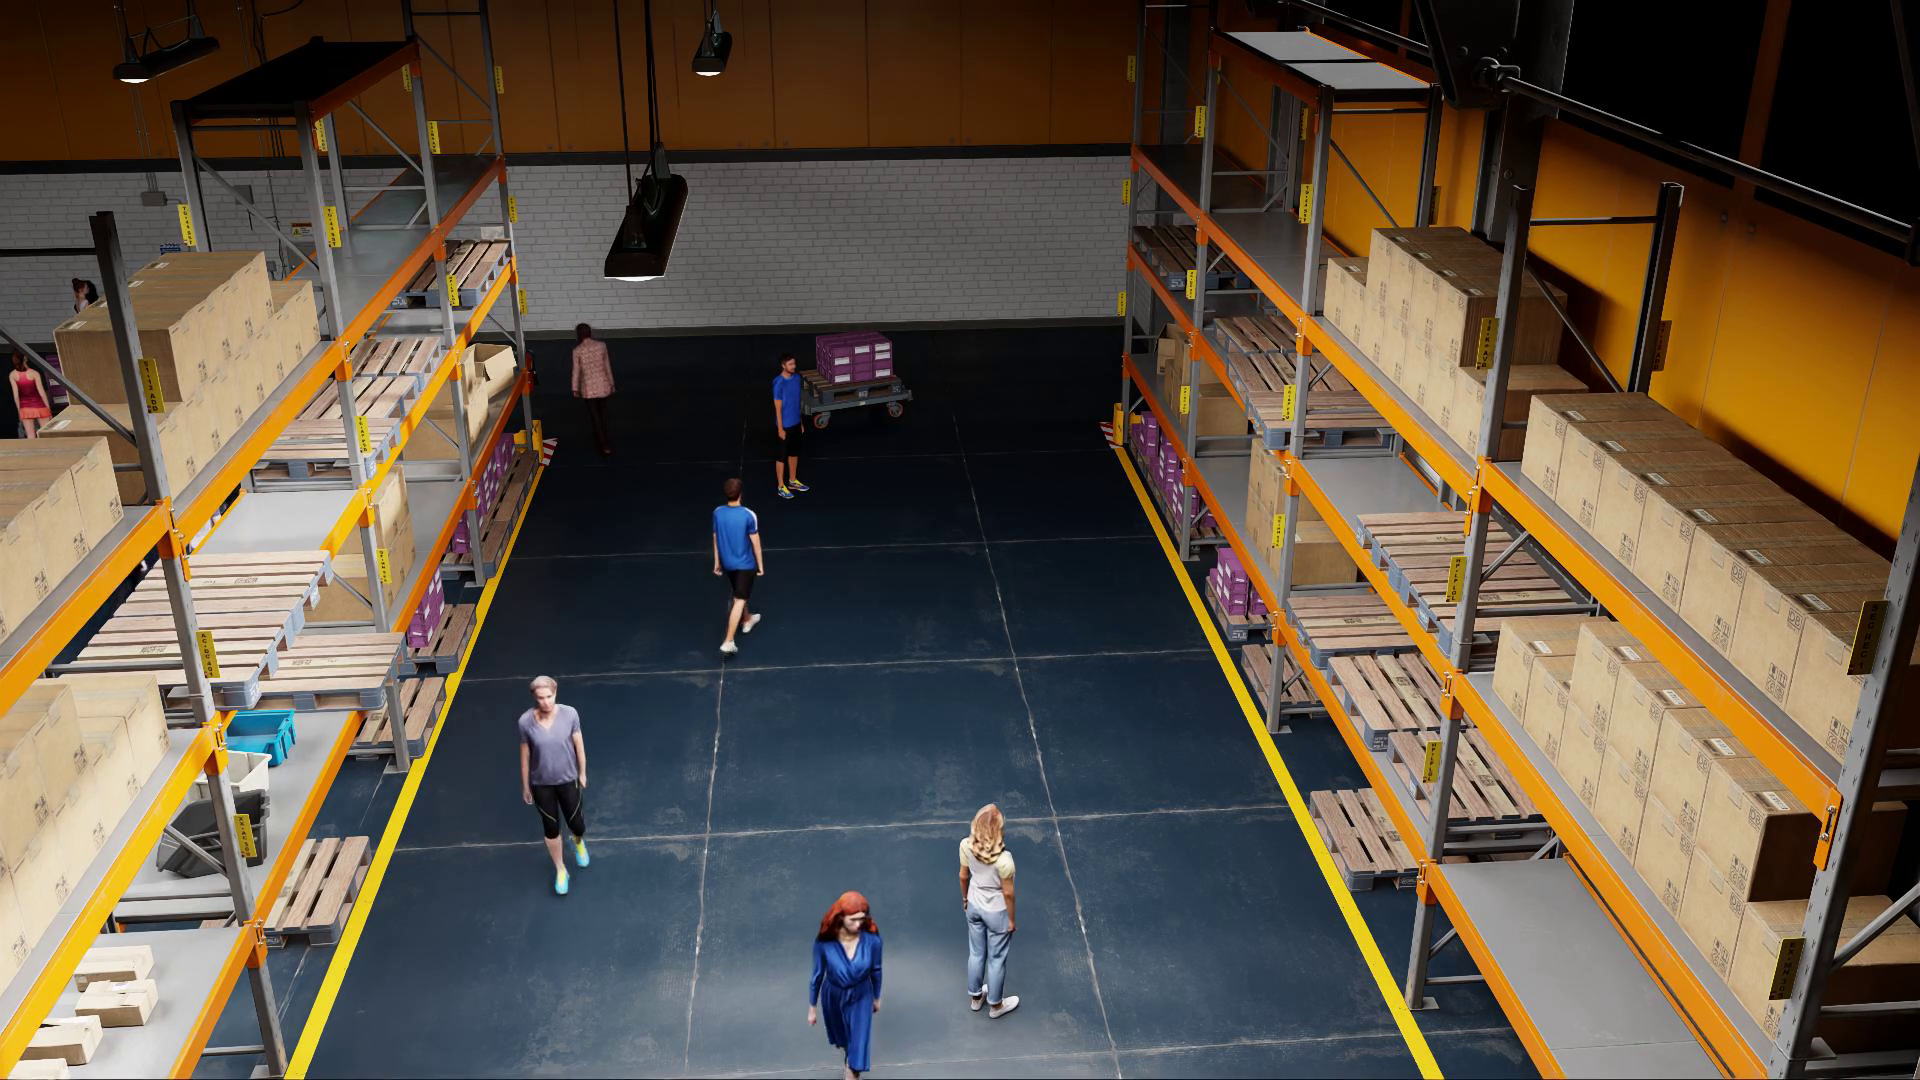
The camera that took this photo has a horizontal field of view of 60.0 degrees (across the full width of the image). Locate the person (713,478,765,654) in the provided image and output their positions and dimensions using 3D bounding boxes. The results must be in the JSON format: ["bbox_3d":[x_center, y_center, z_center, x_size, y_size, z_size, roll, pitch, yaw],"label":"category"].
[{"bbox_3d":[-2.314,0.285,17.077,0.998,1.828,1.325,7,25,16],"label":"person"}]

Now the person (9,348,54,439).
[{"bbox_3d":[-12.058,-1.677,21.658,0.574,1.753,0.569,-4,24,-9],"label":"person"}]

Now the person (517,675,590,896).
[{"bbox_3d":[-3.250,1.904,13.318,0.728,1.873,0.829,-6,24,-13],"label":"person"}]

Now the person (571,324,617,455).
[{"bbox_3d":[-4.879,-2.011,22.388,1.008,1.780,1.115,-17,29,-34],"label":"person"}]

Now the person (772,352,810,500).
[{"bbox_3d":[-2.181,-1.480,21.062,0.766,1.869,0.690,16,28,31],"label":"person"}]

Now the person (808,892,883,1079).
[{"bbox_3d":[-0.737,3.018,10.897,0.691,1.770,1.190,-1,24,-1],"label":"person"}]

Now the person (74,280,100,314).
[{"bbox_3d":[-13.146,-3.129,25.164,0.686,1.606,0.753,20,31,38],"label":"person"}]

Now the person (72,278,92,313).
[{"bbox_3d":[-12.902,-3.005,24.648,0.700,1.792,0.618,-20,30,-38],"label":"person"}]

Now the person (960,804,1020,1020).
[{"bbox_3d":[0.204,2.636,11.830,0.710,1.723,0.752,16,28,32],"label":"person"}]
